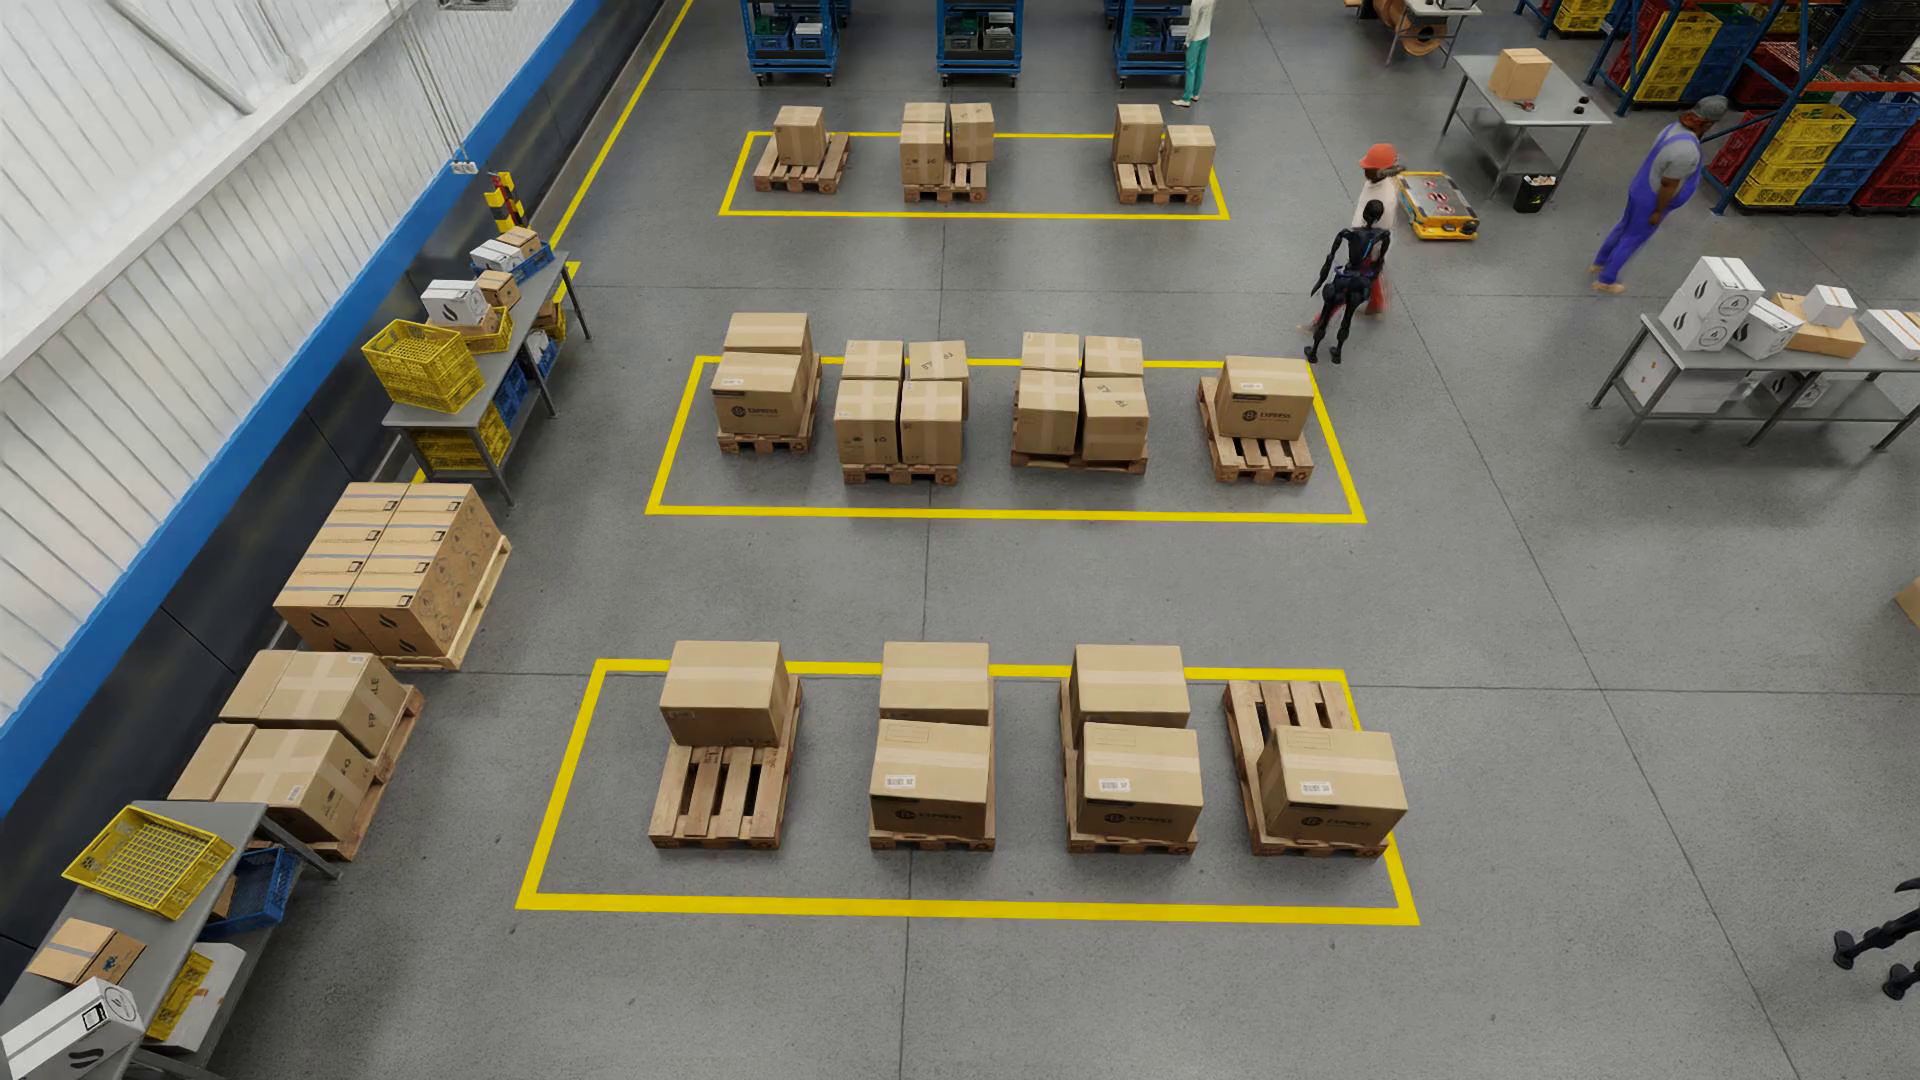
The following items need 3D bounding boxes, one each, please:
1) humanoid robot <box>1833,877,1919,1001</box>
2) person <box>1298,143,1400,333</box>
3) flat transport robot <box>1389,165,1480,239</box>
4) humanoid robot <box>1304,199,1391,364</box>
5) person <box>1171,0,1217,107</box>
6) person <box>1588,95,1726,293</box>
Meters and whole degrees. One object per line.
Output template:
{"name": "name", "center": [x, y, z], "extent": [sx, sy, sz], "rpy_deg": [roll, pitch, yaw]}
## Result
{"name": "humanoid robot", "center": [5.449, 1.995, 4.873], "extent": [0.579, 1.652, 0.306], "rpy_deg": [33, 57, 25]}
{"name": "person", "center": [4.009, -2.920, 8.947], "extent": [0.824, 1.962, 0.646], "rpy_deg": [2, 49, 2]}
{"name": "flat transport robot", "center": [5.692, -4.094, 11.059], "extent": [0.652, 0.197, 1.431], "rpy_deg": [1, 49, 1]}
{"name": "humanoid robot", "center": [3.682, -2.441, 8.714], "extent": [0.562, 1.650, 0.357], "rpy_deg": [-1, 49, -1]}
{"name": "person", "center": [3.210, -6.837, 12.460], "extent": [0.324, 1.769, 0.523], "rpy_deg": [37, 58, 27]}
{"name": "person", "center": [7.181, -3.543, 9.429], "extent": [0.536, 2.000, 0.679], "rpy_deg": [13, 50, 11]}
